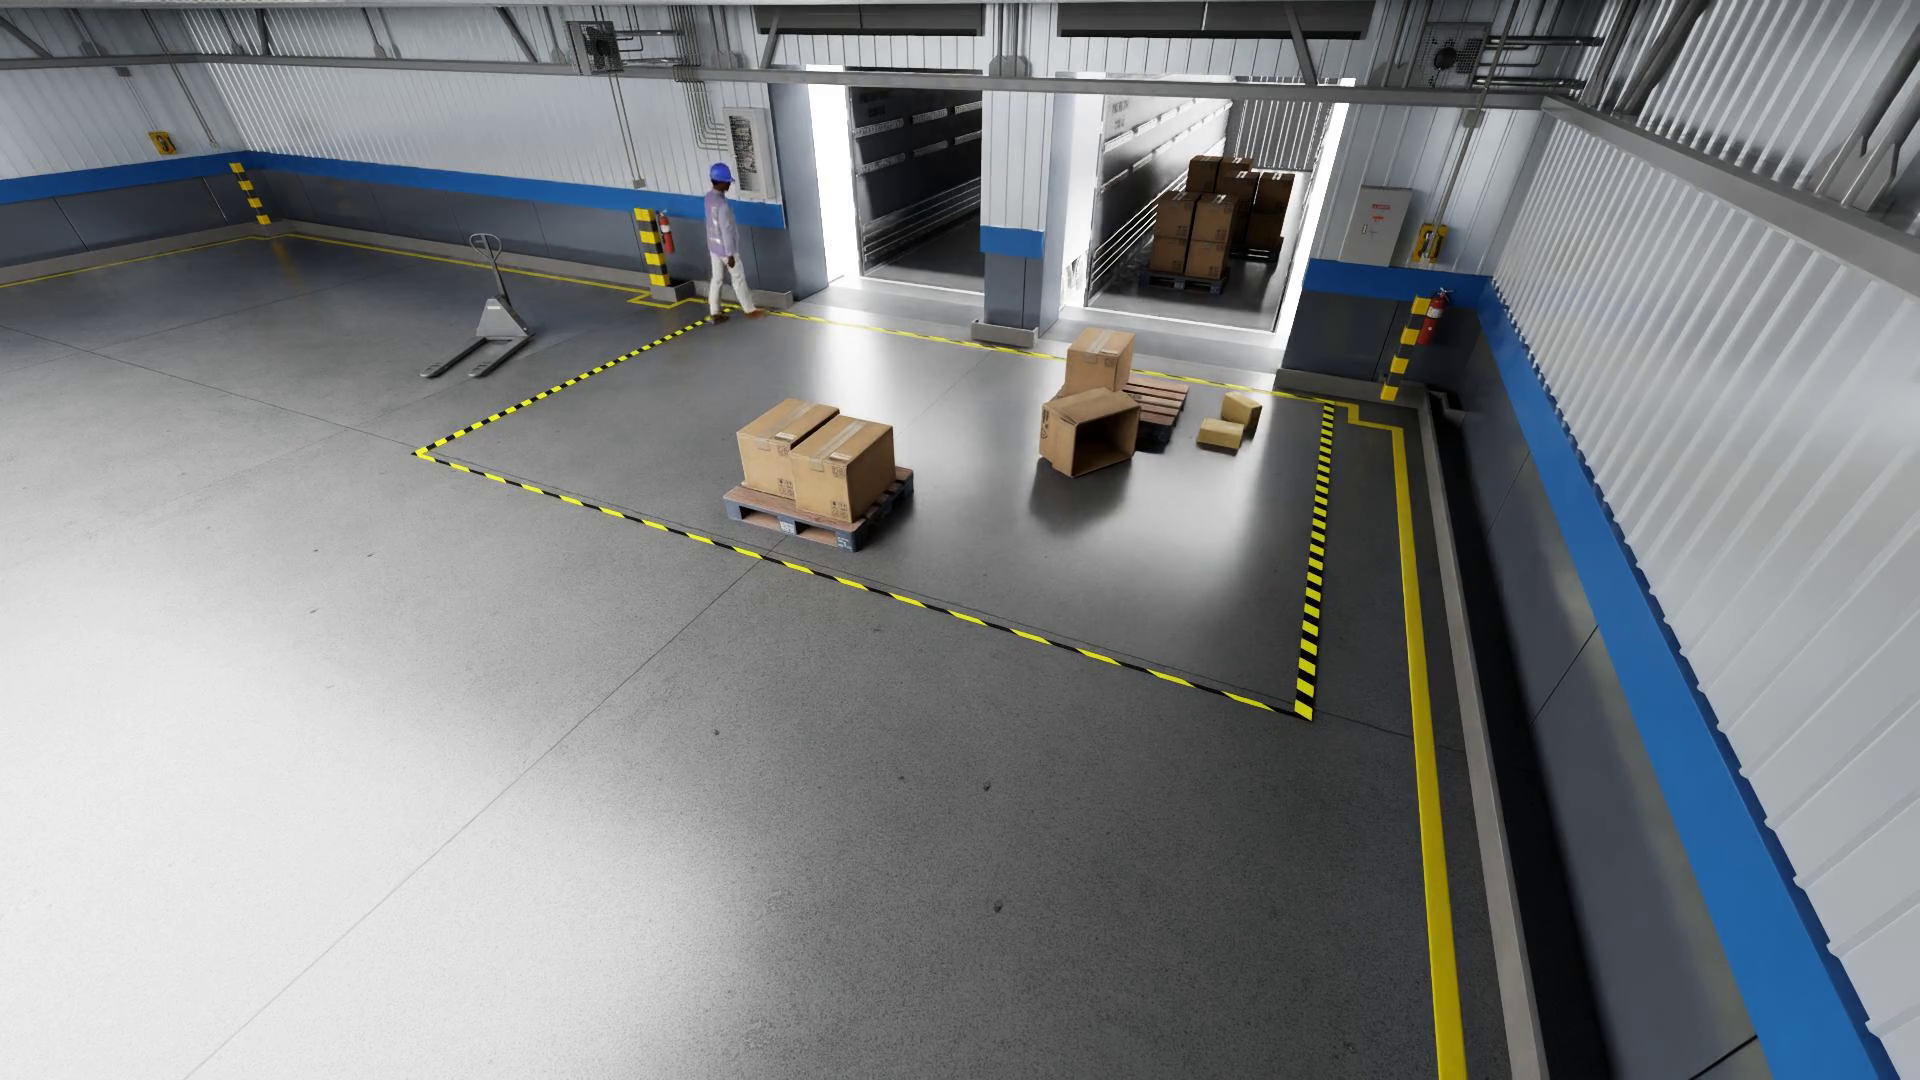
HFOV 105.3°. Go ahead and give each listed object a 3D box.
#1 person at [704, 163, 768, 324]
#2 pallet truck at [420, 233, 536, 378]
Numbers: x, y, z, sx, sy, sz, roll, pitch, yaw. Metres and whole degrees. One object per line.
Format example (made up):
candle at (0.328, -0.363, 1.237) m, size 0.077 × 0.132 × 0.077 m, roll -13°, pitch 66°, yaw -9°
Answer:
person at (-2.944, -3.689, 9.244) m, size 0.766 × 1.922 × 0.651 m, roll -25°, pitch 42°, yaw -30°
pallet truck at (-5.664, -2.712, 8.427) m, size 0.680 × 1.201 × 1.601 m, roll 0°, pitch 35°, yaw -1°
